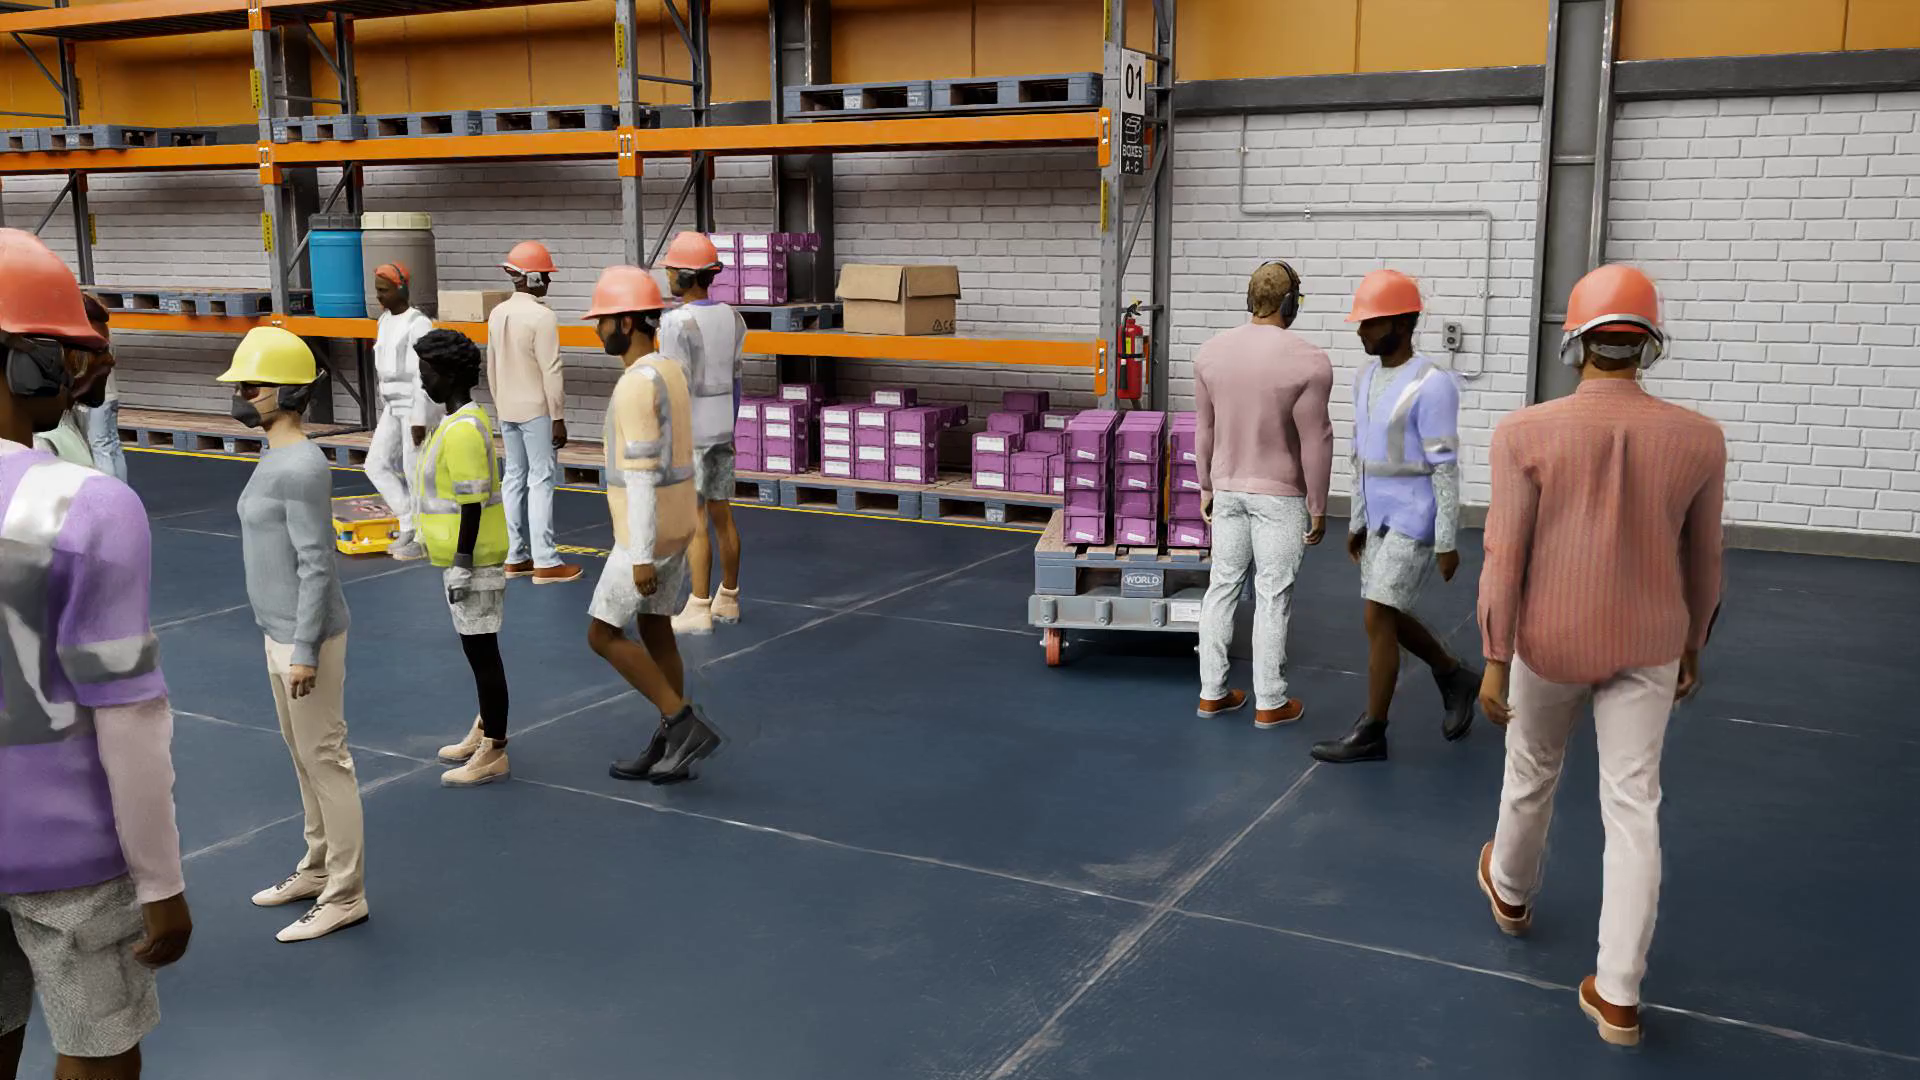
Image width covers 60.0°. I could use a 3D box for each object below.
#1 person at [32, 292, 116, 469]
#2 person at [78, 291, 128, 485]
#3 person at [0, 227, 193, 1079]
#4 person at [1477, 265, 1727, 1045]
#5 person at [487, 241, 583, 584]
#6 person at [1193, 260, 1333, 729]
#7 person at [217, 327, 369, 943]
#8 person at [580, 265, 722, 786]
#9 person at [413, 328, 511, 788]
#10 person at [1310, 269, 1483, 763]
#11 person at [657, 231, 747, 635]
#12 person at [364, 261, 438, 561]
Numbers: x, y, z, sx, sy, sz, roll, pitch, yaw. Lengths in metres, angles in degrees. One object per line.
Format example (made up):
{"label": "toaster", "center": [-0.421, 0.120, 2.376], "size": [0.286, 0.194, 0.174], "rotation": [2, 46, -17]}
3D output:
{"label": "person", "center": [-2.553, 0.254, 4.615], "size": [0.500, 1.887, 0.607], "rotation": [-5, 11, -24]}
{"label": "person", "center": [-6.236, -0.972, 12.017], "size": [0.289, 1.633, 0.497], "rotation": [-1, 10, -6]}
{"label": "person", "center": [-1.567, 0.501, 2.838], "size": [0.611, 2.035, 0.397], "rotation": [3, 11, 15]}
{"label": "person", "center": [1.690, 0.252, 4.459], "size": [0.647, 1.937, 1.019], "rotation": [1, 10, 7]}
{"label": "person", "center": [-2.508, -0.744, 9.782], "size": [0.625, 1.992, 0.398], "rotation": [9, 14, 40]}
{"label": "person", "center": [1.242, -0.179, 6.875], "size": [0.630, 1.934, 0.367], "rotation": [9, 14, 40]}
{"label": "person", "center": [-1.938, 0.271, 4.834], "size": [0.304, 1.772, 0.528], "rotation": [-6, 12, -32]}
{"label": "person", "center": [-1.154, -0.031, 6.078], "size": [0.426, 1.915, 0.556], "rotation": [1, 10, 7]}
{"label": "person", "center": [-1.834, 0.064, 6.176], "size": [0.319, 1.692, 0.533], "rotation": [-3, 11, -16]}
{"label": "person", "center": [1.759, -0.085, 6.418], "size": [0.751, 1.912, 0.550], "rotation": [-2, 11, -13]}
{"label": "person", "center": [-1.344, -0.537, 8.501], "size": [0.364, 2.048, 0.608], "rotation": [5, 12, 27]}
{"label": "person", "center": [-3.476, -0.787, 10.357], "size": [0.455, 1.869, 0.610], "rotation": [-10, 14, -44]}
